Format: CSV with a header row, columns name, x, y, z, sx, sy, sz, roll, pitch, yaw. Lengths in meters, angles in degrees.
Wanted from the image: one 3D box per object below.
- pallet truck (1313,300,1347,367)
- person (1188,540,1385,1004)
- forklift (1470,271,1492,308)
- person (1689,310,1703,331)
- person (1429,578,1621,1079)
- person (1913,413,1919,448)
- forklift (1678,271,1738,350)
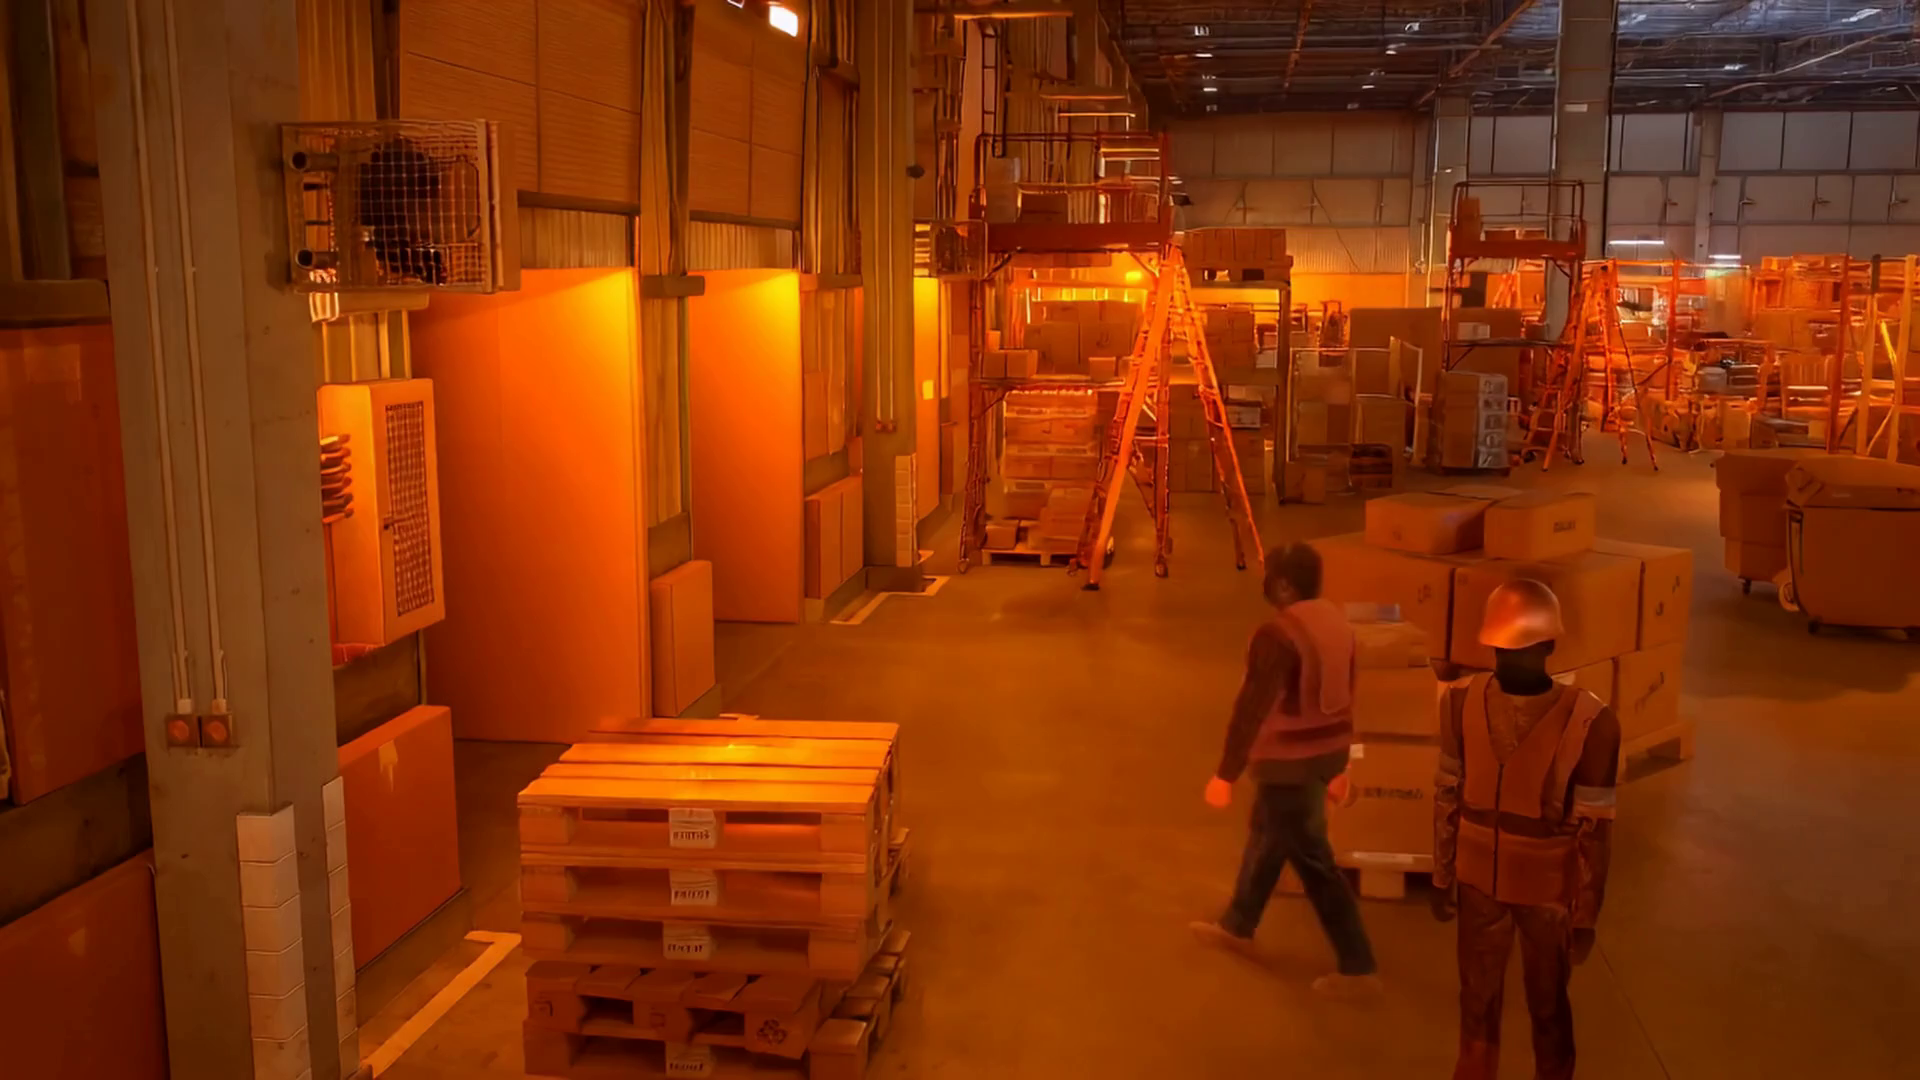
name,x,y,z,sx,sy,sz,roll,pitch,yaw
pallet truck,11.159,-6.200,49.718,0.823,1.965,1.885,4,10,26
person,1.332,0.897,6.591,0.930,1.801,0.628,7,11,36
forklift,12.957,-5.334,41.665,1.873,2.768,1.129,1,9,9
person,21.910,-6.018,49.555,0.530,1.689,0.321,-4,10,-21
person,1.727,1.059,5.185,0.396,1.921,0.585,-9,13,-44
person,15.562,-2.336,26.697,0.321,1.736,0.485,5,11,30
forklift,21.735,-6.311,47.690,1.873,2.768,1.129,-3,10,-19
